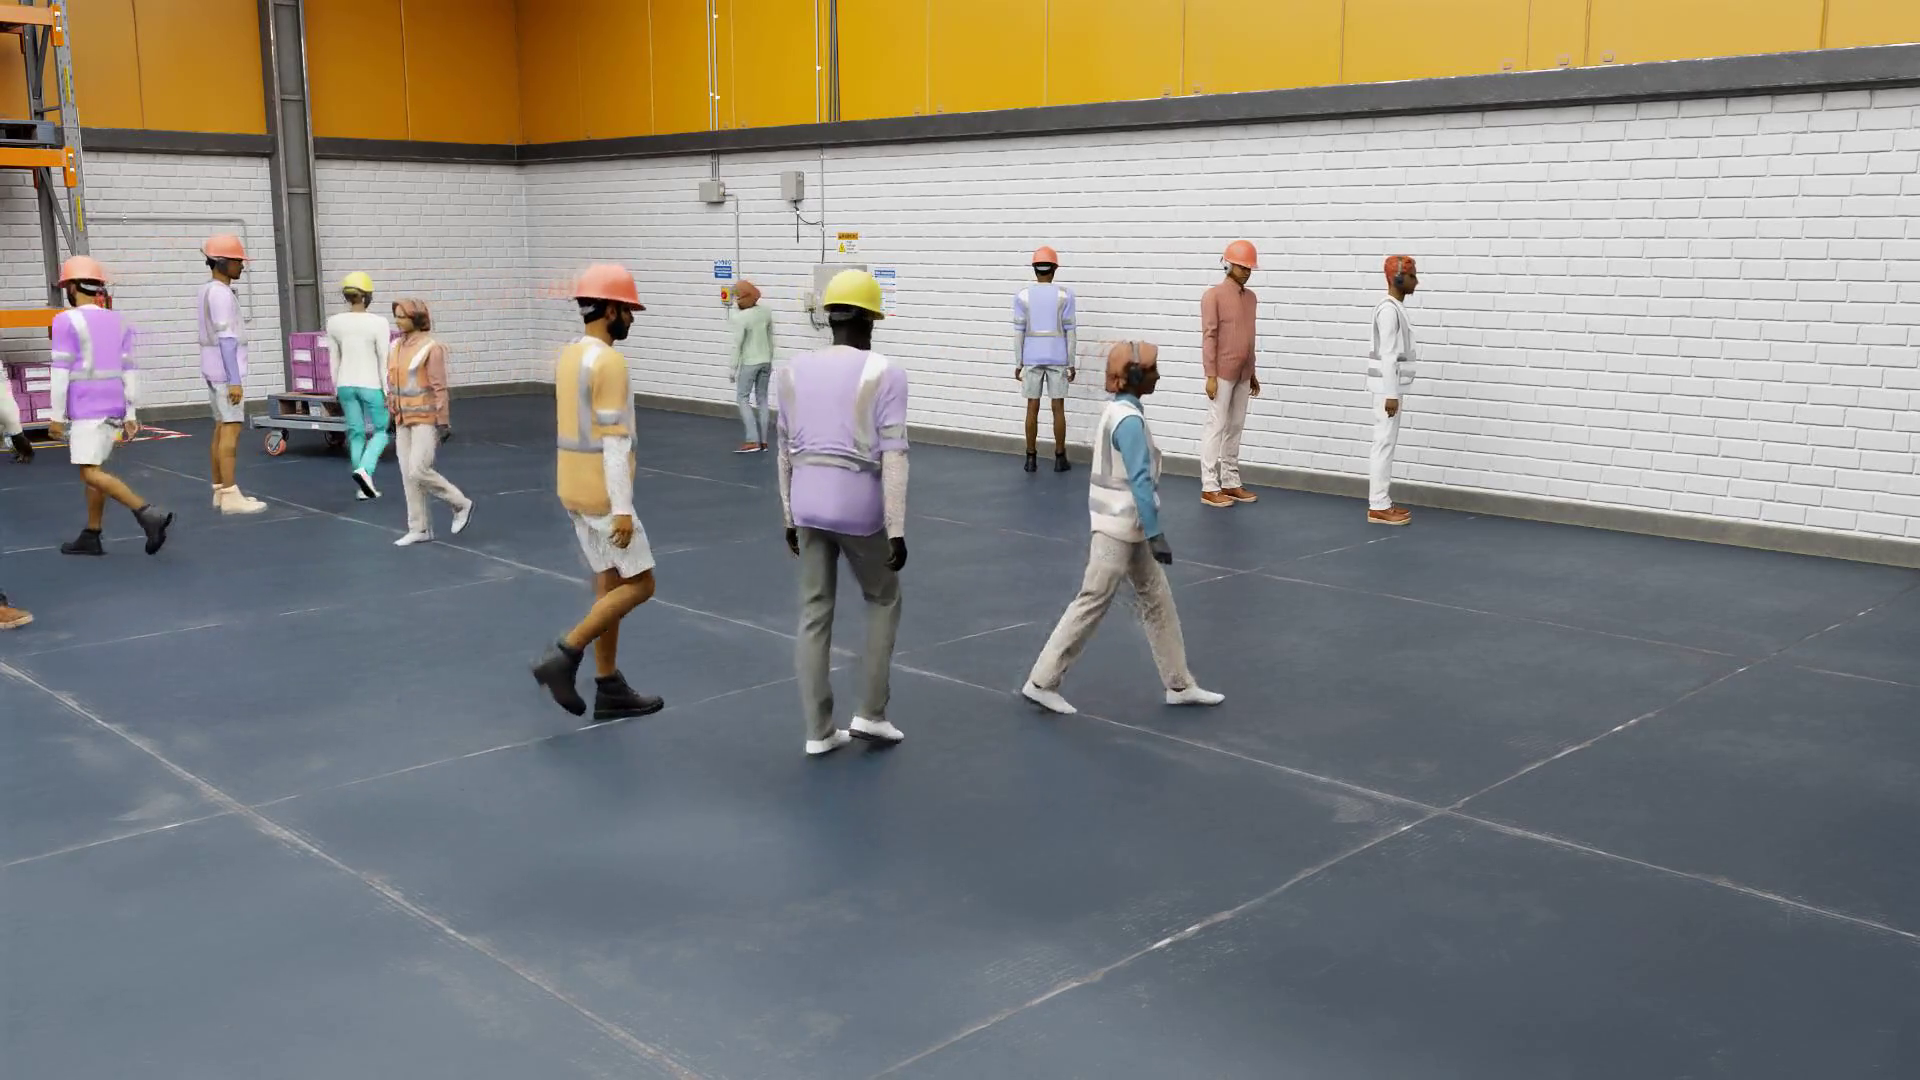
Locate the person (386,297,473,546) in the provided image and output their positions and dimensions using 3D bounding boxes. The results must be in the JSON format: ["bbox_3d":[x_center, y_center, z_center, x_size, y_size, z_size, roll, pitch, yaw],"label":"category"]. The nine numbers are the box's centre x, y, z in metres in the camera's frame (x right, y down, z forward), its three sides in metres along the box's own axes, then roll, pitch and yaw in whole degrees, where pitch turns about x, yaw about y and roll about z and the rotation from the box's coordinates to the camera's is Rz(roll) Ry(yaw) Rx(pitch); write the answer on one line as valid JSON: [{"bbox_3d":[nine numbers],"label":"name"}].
[{"bbox_3d":[-3.523,-0.775,10.904,0.518,1.627,0.435,8,13,38],"label":"person"}]

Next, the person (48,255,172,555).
[{"bbox_3d":[-5.326,-0.819,10.391,0.818,1.902,0.553,3,11,14],"label":"person"}]

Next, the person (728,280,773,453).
[{"bbox_3d":[-1.915,-1.606,15.517,0.342,1.623,0.543,8,13,37],"label":"person"}]

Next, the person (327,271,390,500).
[{"bbox_3d":[-4.547,-1.150,12.592,0.528,1.757,0.483,2,11,9],"label":"person"}]

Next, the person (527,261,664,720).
[{"bbox_3d":[-1.507,-0.183,6.880,0.550,1.912,0.583,-7,12,-32],"label":"person"}]

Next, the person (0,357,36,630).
[{"bbox_3d":[-5.074,-0.527,8.611,0.798,1.965,0.629,1,10,4],"label":"person"}]

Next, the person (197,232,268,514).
[{"bbox_3d":[-5.324,-1.212,12.154,0.396,2.038,0.614,-7,12,-32],"label":"person"}]

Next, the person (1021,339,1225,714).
[{"bbox_3d":[0.670,-0.042,7.002,0.868,1.596,0.514,1,10,5],"label":"person"}]

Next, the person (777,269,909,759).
[{"bbox_3d":[-0.464,-0.099,6.508,0.619,1.885,0.576,4,11,23],"label":"person"}]

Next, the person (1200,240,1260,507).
[{"bbox_3d":[2.052,-1.252,12.520,0.393,1.985,0.611,10,14,44],"label":"person"}]

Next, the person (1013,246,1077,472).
[{"bbox_3d":[0.730,-1.541,14.252,0.542,1.929,0.373,2,11,9],"label":"person"}]

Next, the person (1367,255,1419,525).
[{"bbox_3d":[3.052,-1.058,11.739,0.345,1.883,0.584,3,11,16],"label":"person"}]
